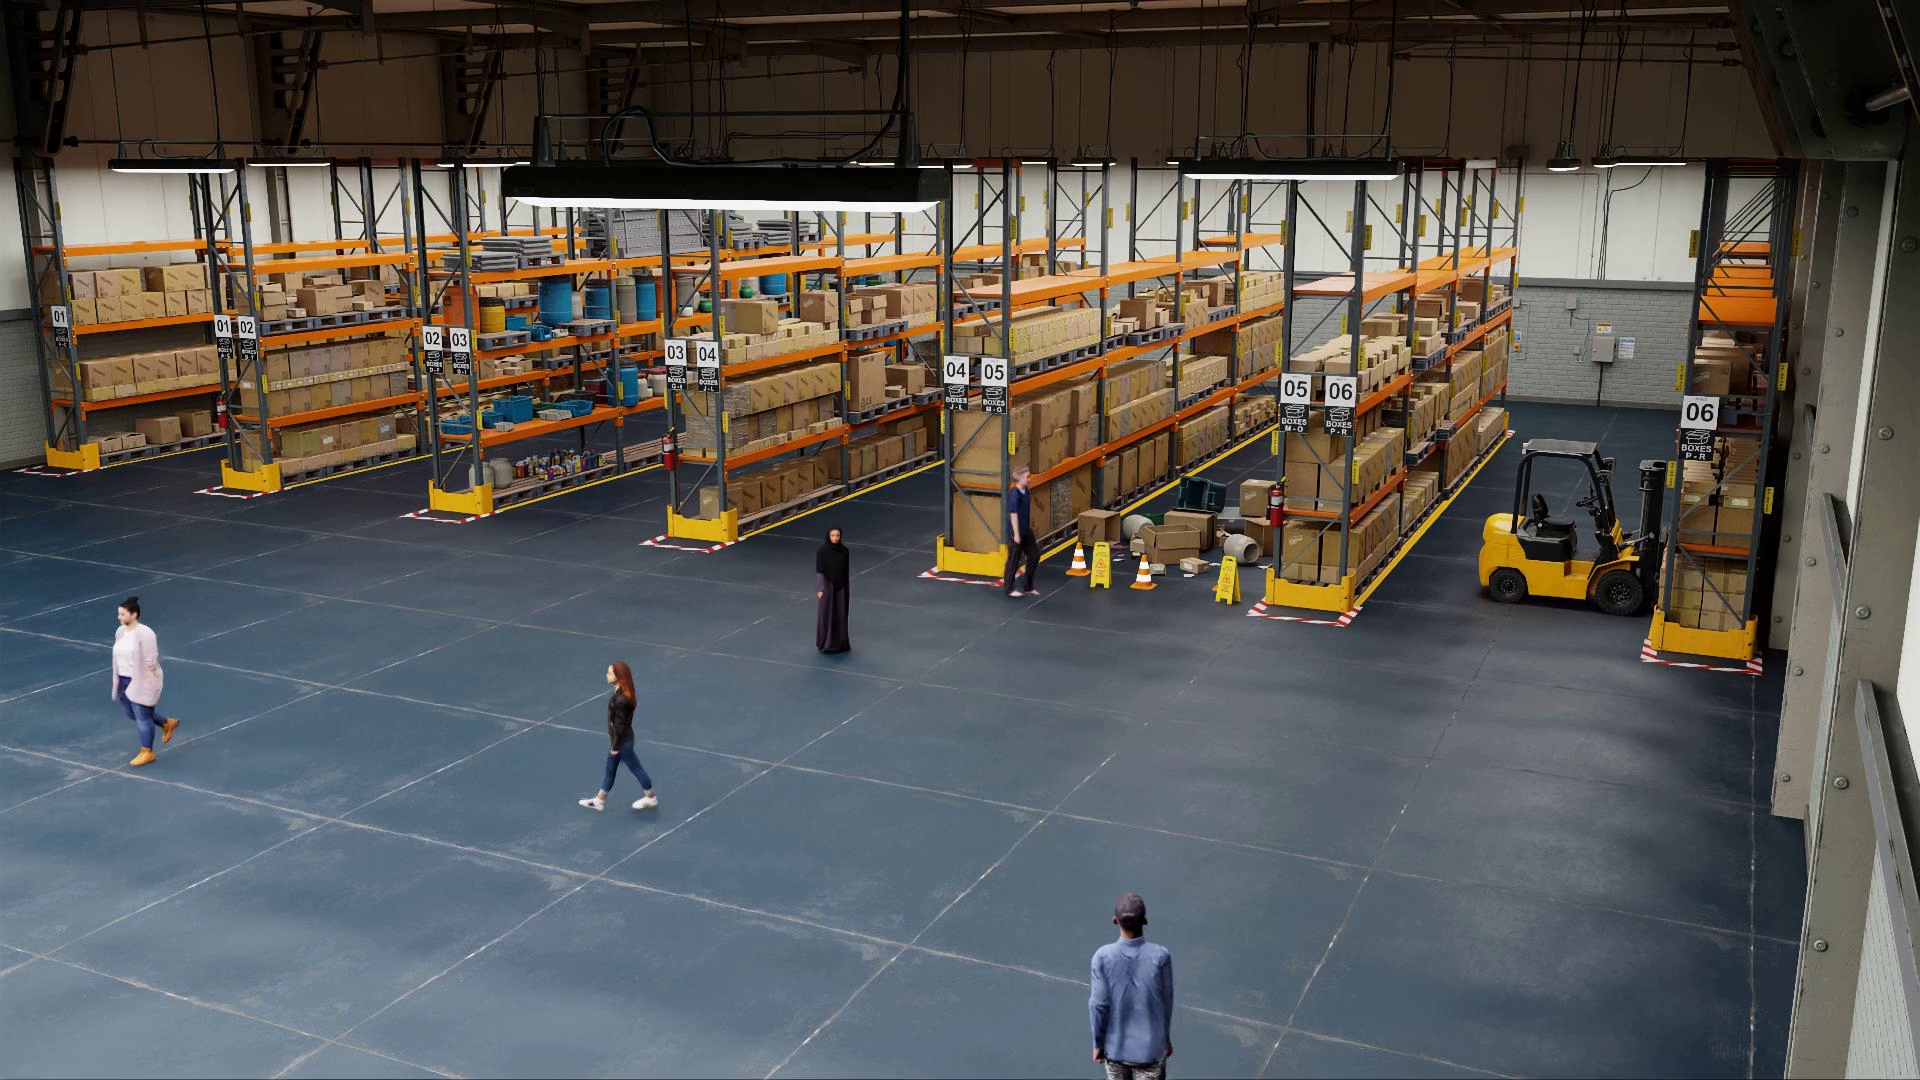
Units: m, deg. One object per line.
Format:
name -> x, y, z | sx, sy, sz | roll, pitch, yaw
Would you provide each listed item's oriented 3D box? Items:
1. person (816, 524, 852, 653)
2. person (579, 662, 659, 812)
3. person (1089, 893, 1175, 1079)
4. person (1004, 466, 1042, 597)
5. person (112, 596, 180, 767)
person -> -1.571, 0.584, 20.663 | 0.704, 1.614, 0.773 | -6, 14, -24
person -> -3.079, 1.860, 15.537 | 0.994, 1.442, 0.970 | -3, 13, -15
person -> 1.025, 2.983, 9.739 | 0.829, 1.870, 1.084 | 2, 13, 8
person -> 0.743, -0.110, 23.142 | 0.774, 1.848, 0.707 | 8, 15, 30
person -> -8.246, 1.402, 16.881 | 0.712, 1.728, 0.882 | 7, 15, 29
